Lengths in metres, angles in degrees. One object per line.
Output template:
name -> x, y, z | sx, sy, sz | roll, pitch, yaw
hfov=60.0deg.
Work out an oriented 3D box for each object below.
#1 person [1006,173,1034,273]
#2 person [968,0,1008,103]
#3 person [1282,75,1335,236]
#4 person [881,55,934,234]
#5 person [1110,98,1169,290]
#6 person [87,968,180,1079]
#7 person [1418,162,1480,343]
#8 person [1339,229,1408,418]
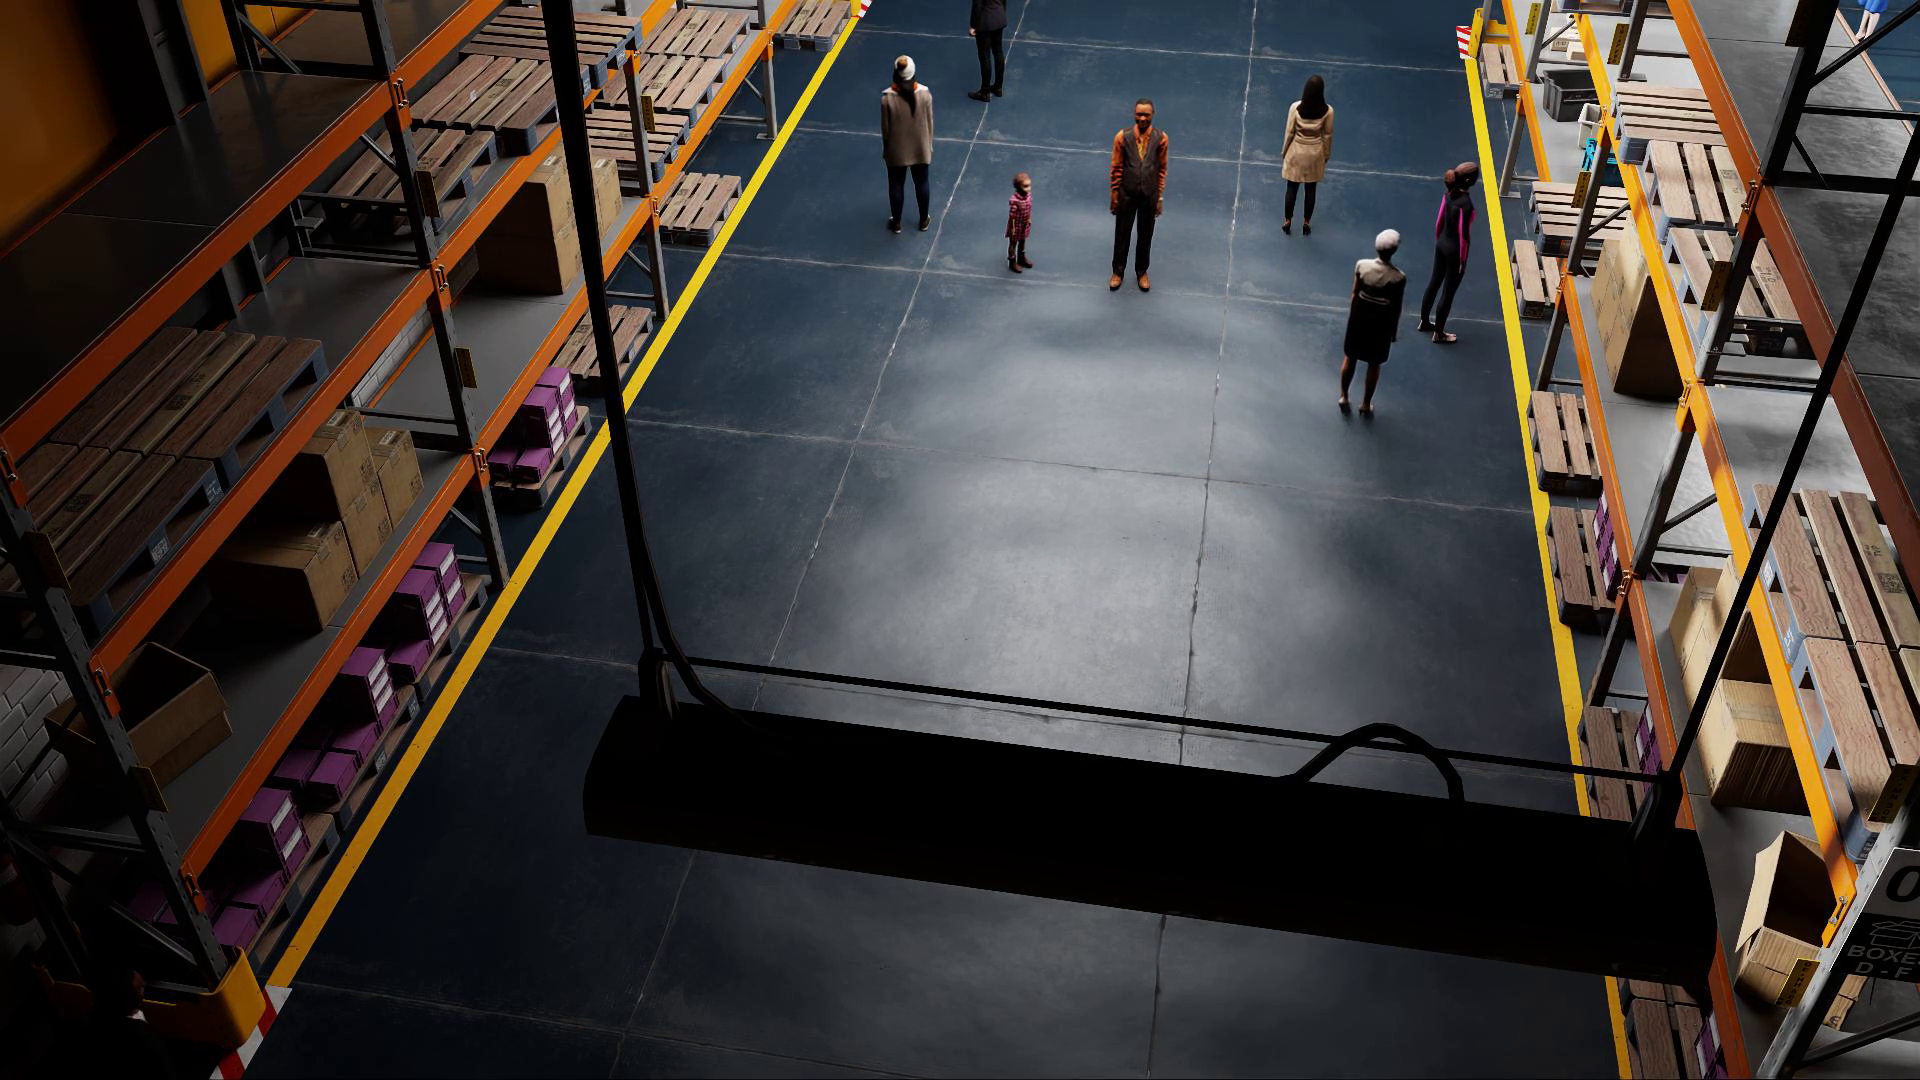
person -> 0.588, -3.134, 16.307 | 0.489, 1.022, 0.557 | -29, 47, -31
person -> 0.341, -6.022, 19.225 | 0.757, 1.894, 0.850 | -31, 48, -33
person -> 3.466, -3.851, 16.676 | 0.627, 1.682, 0.502 | 6, 39, 8
person -> -0.529, -3.984, 16.676 | 0.765, 1.890, 0.767 | -5, 39, -6
person -> 1.684, -3.289, 15.791 | 0.718, 1.908, 0.644 | 1, 39, 2
person -> -4.077, 2.836, 8.225 | 0.790, 1.779, 0.842 | 20, 43, 23
person -> 4.454, -2.625, 15.086 | 0.723, 1.751, 0.634 | -13, 40, -16
person -> 3.478, -1.821, 14.077 | 0.662, 1.754, 0.643 | 21, 43, 24
